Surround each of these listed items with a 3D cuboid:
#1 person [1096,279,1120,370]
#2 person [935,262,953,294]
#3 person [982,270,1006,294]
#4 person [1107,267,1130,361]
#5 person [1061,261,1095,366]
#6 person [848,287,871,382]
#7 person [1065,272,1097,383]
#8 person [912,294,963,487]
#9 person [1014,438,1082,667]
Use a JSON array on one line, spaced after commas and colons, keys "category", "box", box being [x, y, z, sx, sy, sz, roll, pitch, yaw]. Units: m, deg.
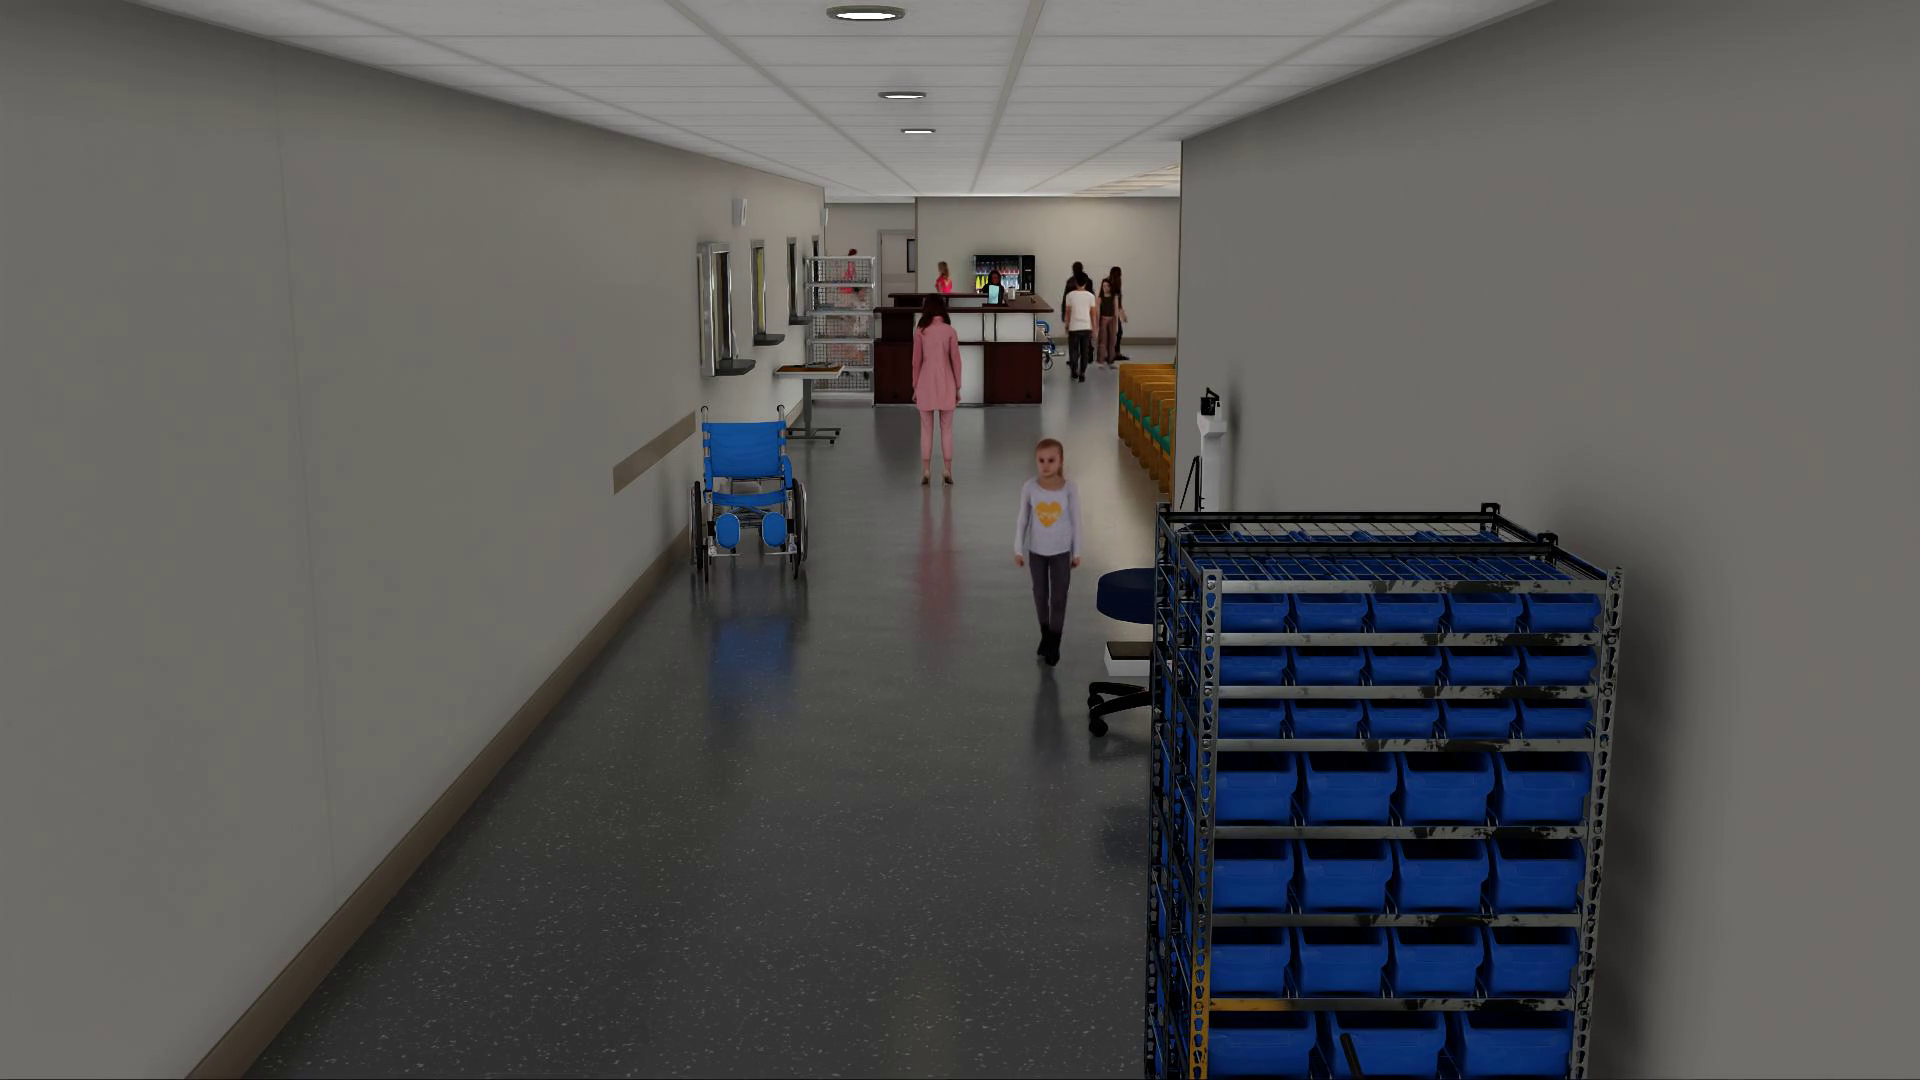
[{"category": "person", "box": [2.504, -3.660, 28.186, 0.639, 1.548, 0.609, 0, 11, -1]}, {"category": "person", "box": [-0.225, -4.646, 33.003, 1.085, 1.689, 1.009, 10, 15, 42]}, {"category": "person", "box": [0.612, -4.170, 30.704, 0.737, 1.612, 0.829, -7, 13, -31]}, {"category": "person", "box": [2.591, -3.976, 29.471, 0.774, 1.691, 0.593, 0, 11, -2]}, {"category": "person", "box": [2.060, -3.916, 28.851, 0.974, 1.803, 0.967, -4, 11, -18]}, {"category": "person", "box": [-1.581, -3.279, 26.210, 0.910, 1.536, 0.938, -9, 14, -38]}, {"category": "person", "box": [1.872, -3.309, 25.913, 0.680, 1.706, 0.710, 1, 11, 3]}, {"category": "person", "box": [-0.231, -1.416, 15.681, 0.444, 1.802, 0.679, 0, 11, -1]}, {"category": "person", "box": [0.514, 0.059, 9.383, 0.845, 1.251, 0.678, 2, 11, 11]}]
